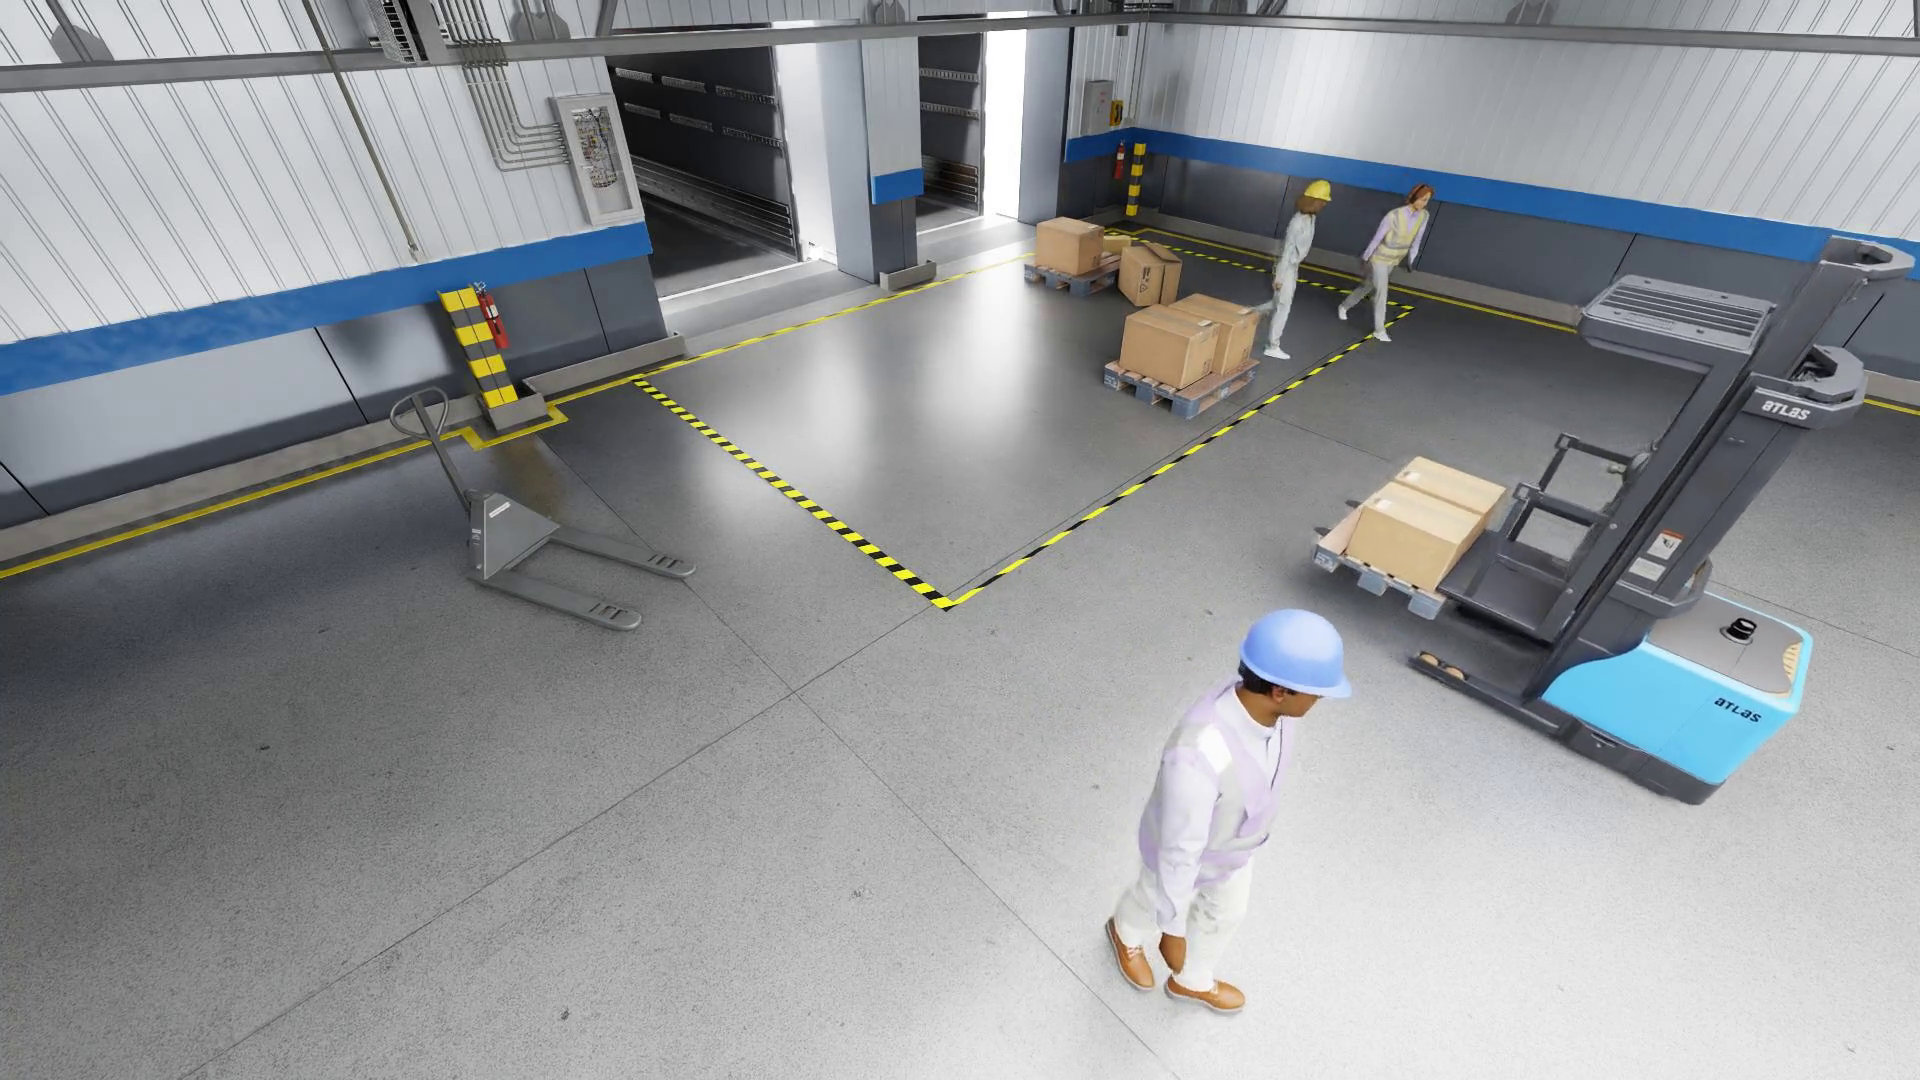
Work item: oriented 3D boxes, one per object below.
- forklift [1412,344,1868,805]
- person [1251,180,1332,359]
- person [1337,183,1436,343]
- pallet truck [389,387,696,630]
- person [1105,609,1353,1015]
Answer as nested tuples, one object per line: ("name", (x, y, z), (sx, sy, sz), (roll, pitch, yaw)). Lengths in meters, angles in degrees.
("forklift", (3.492, 0.187, 3.375), (0.716, 2.013, 0.776), (-30, 47, -33))
("person", (3.245, -2.735, 7.427), (0.696, 1.710, 0.514), (27, 45, 30))
("person", (4.606, -3.036, 7.927), (0.519, 1.567, 0.926), (-11, 39, -14))
("pallet truck", (-2.613, -0.247, 4.593), (1.601, 1.201, 0.680), (14, 40, 17))
("person", (0.817, 1.021, 2.395), (0.702, 1.917, 0.569), (-27, 45, -30))
